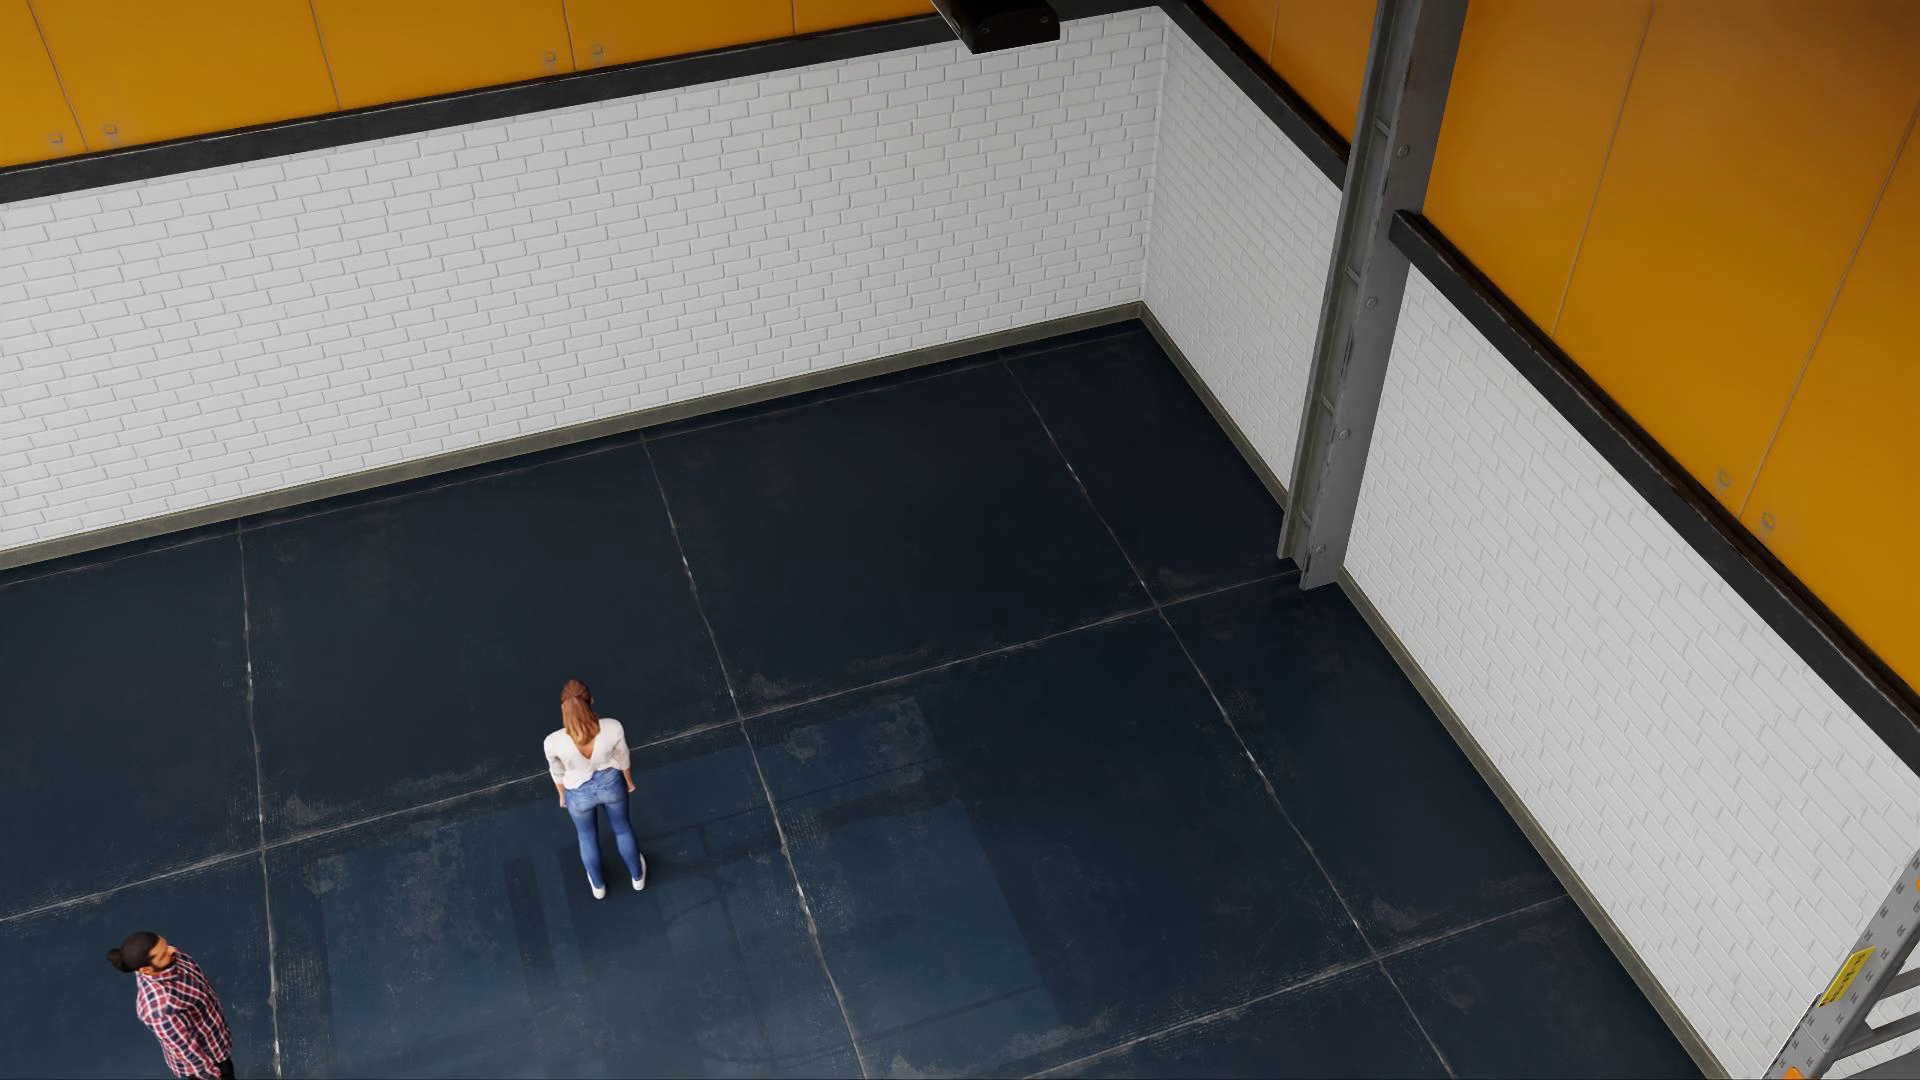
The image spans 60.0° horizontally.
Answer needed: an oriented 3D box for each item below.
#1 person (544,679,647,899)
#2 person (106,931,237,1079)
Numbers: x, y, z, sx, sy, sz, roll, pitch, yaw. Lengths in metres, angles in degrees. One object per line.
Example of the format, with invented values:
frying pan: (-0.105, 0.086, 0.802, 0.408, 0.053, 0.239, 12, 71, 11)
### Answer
person: (-2.055, 1.419, 9.384, 0.589, 1.722, 0.500, -15, 46, -15)
person: (-3.779, 2.476, 8.246, 0.772, 1.761, 0.553, -19, 47, -19)
